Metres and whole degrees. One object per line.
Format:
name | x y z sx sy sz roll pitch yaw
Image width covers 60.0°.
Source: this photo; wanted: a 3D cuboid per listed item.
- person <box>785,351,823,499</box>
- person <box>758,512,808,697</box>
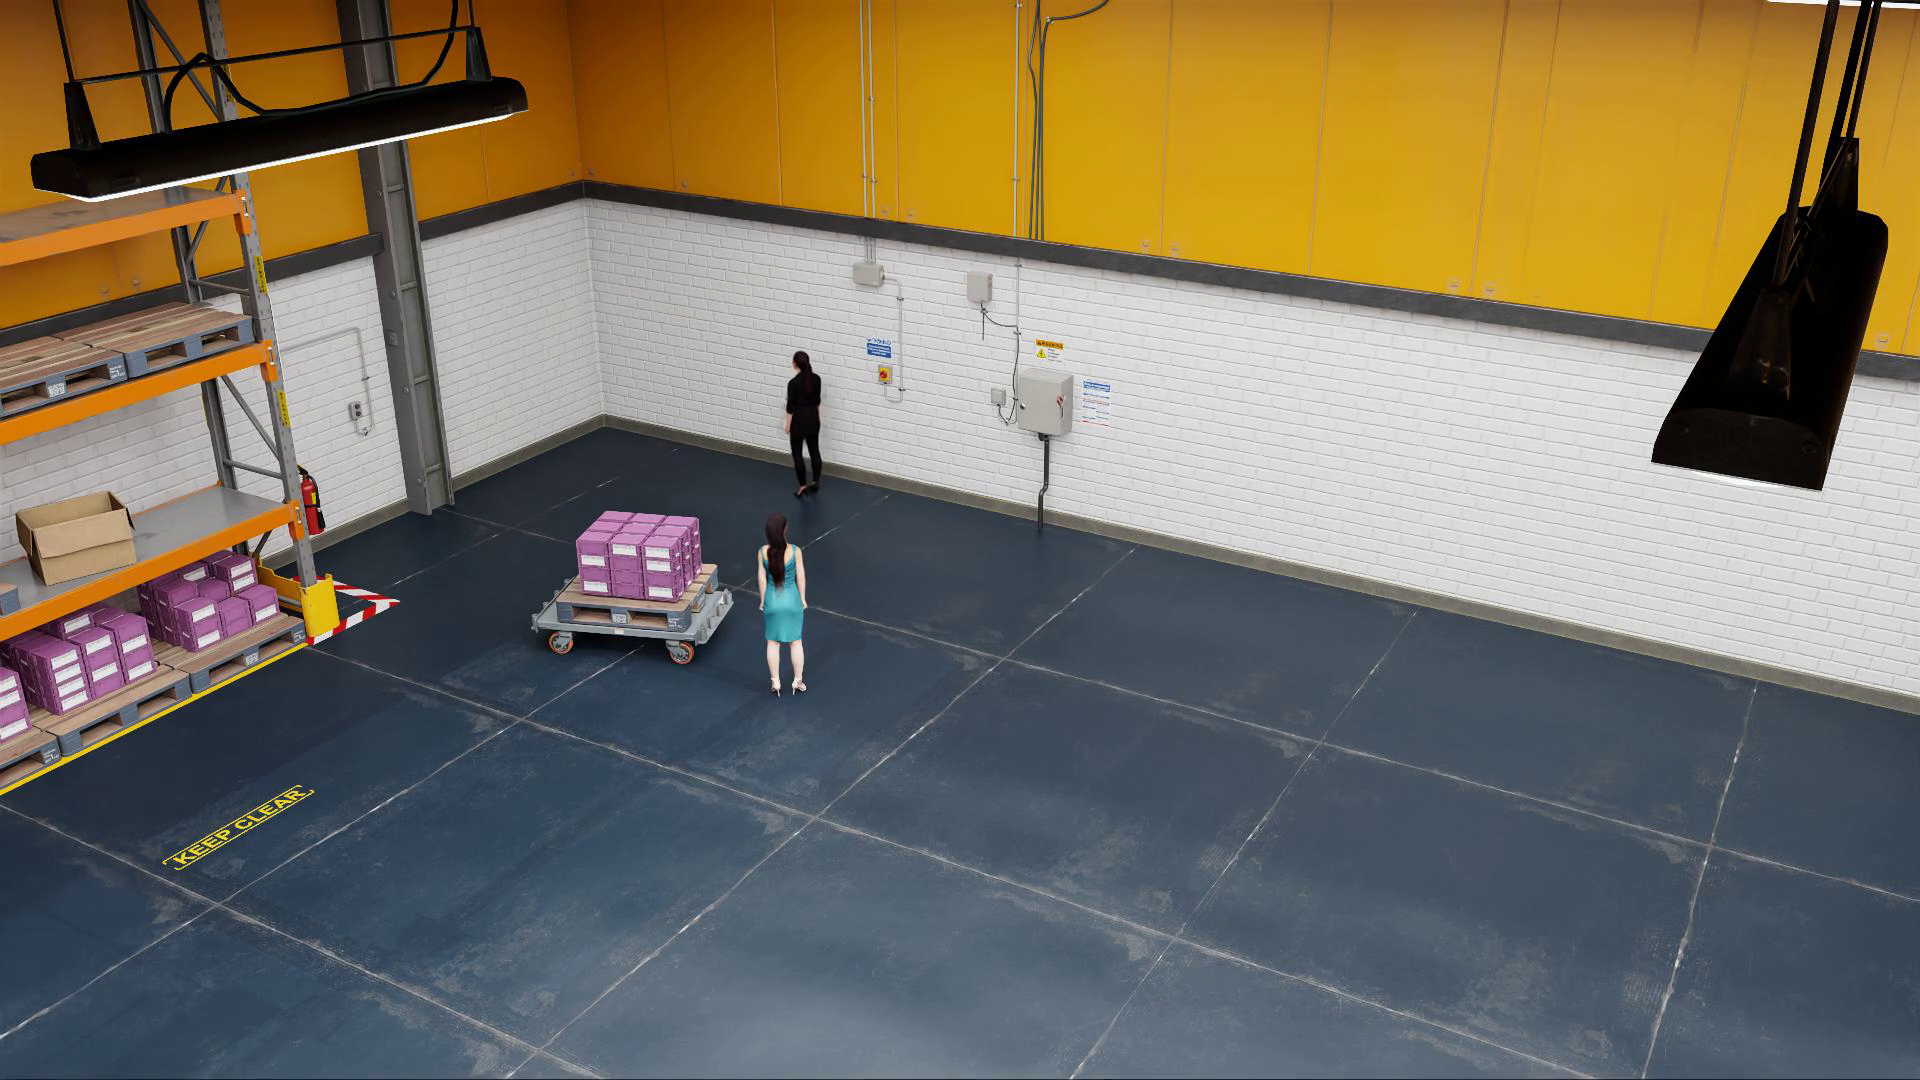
person | -1.713 -1.269 18.312 0.577 1.659 0.729 -20 31 -38
person | -1.509 0.544 14.124 0.622 1.691 0.632 0 24 0
